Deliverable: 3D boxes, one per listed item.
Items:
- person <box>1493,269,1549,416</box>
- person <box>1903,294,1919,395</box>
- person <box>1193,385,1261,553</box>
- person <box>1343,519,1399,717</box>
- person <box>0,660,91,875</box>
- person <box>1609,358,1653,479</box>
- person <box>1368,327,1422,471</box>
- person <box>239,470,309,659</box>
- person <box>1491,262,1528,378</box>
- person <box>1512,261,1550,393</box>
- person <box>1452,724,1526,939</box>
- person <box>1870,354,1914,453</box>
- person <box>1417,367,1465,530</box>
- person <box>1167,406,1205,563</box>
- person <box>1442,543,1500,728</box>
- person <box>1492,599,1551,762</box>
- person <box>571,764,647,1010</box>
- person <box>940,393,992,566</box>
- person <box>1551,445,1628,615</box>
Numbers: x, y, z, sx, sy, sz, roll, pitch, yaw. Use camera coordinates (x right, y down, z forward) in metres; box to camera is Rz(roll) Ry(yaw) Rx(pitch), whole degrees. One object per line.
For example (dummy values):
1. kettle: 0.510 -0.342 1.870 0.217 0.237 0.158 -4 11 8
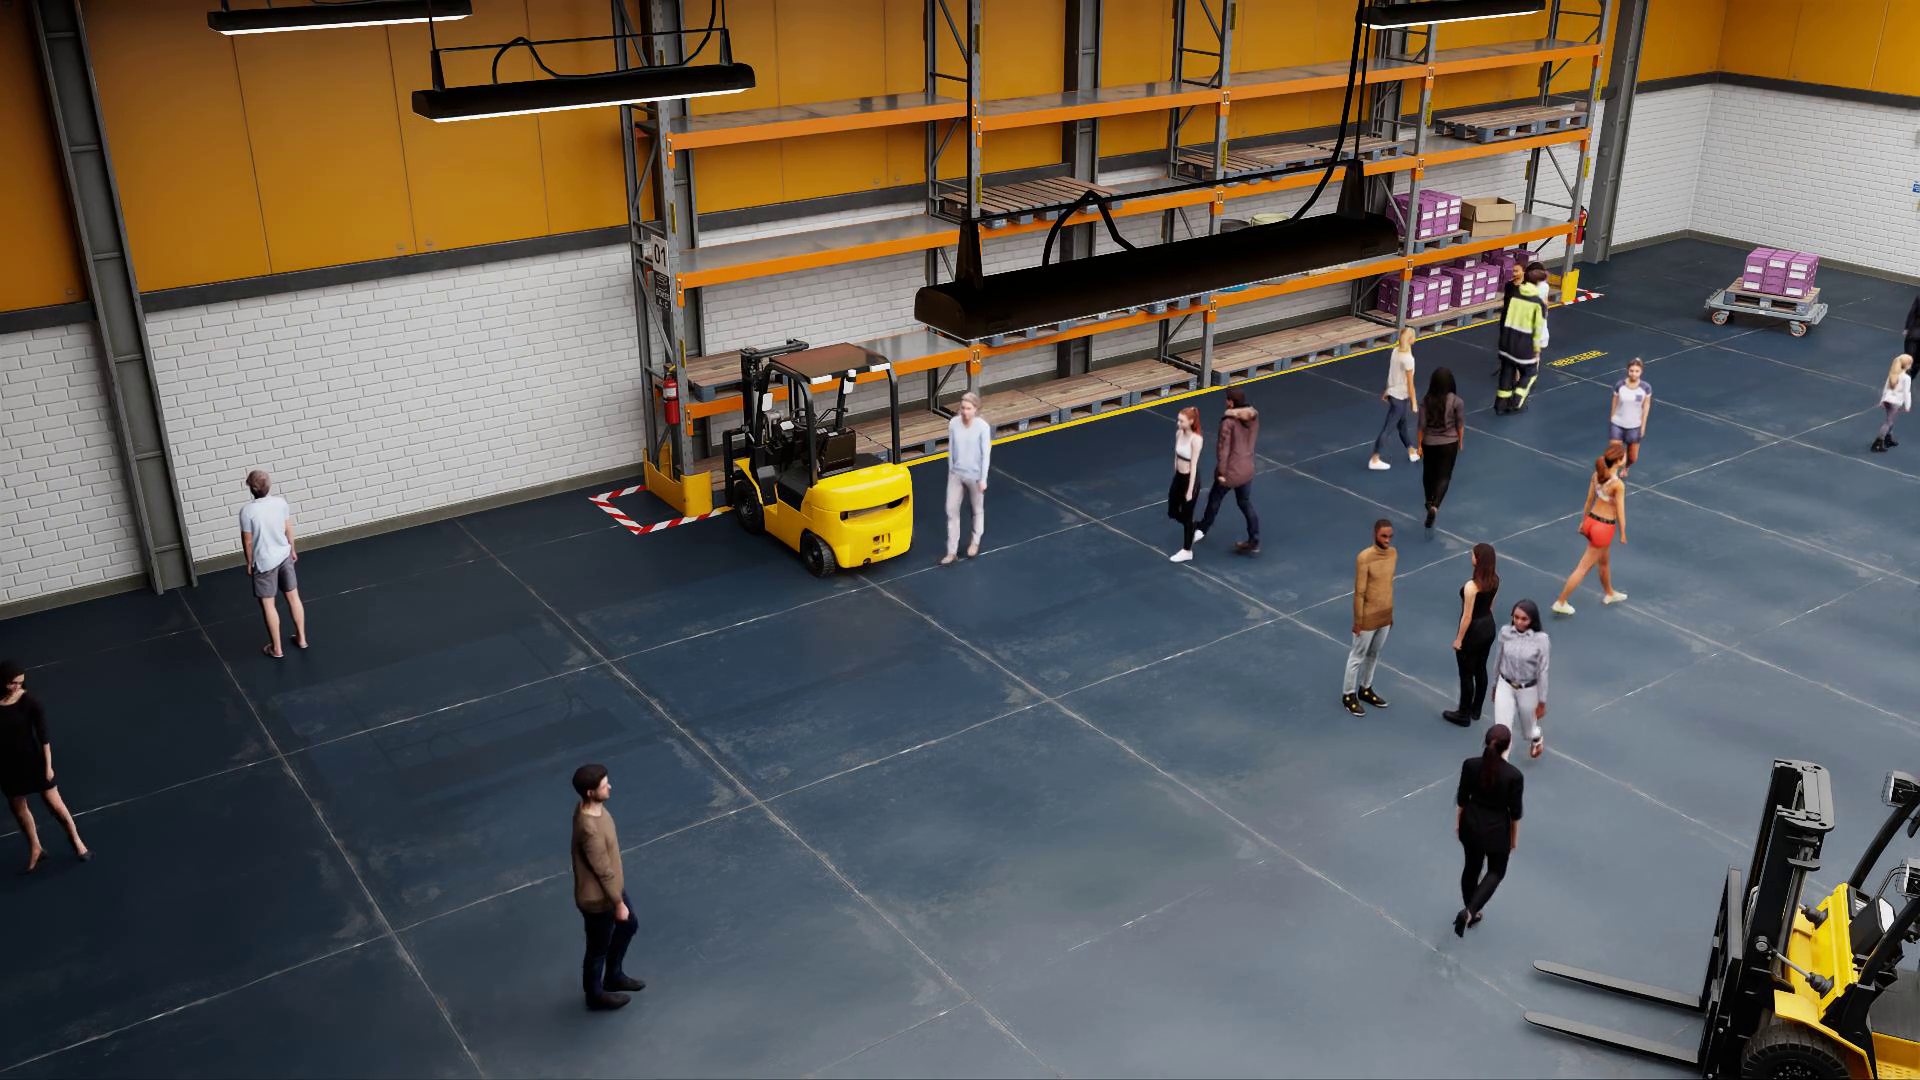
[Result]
1. person: 7.330 -2.573 21.898 0.711 1.955 0.799 -20 31 -38
2. person: 13.027 -2.717 22.581 0.898 1.672 1.159 12 26 25
3. person: 3.025 -0.709 17.848 1.161 1.783 0.905 -20 31 -39
4. person: 3.639 0.655 14.688 0.461 1.816 0.684 -15 28 -31
5. person: -6.996 1.689 12.359 0.736 1.786 0.845 6 24 14
6. person: 7.831 -1.346 19.530 0.835 1.603 0.971 10 25 21
7. person: 5.191 -1.683 20.081 1.156 1.780 0.955 -3 24 -7
8. person: -6.484 0.211 15.684 0.751 1.831 0.573 19 30 37
9. person: 7.900 -3.137 23.566 0.926 1.652 0.598 -17 29 -34
10. person: 7.847 -2.939 22.912 0.856 1.813 0.918 3 24 7
11. person: 3.643 2.087 11.625 0.742 1.644 0.901 16 28 32
12. person: 11.593 -1.699 20.759 0.746 1.265 0.638 -4 24 -10
13. person: 5.306 -0.988 18.453 0.970 1.809 1.218 12 26 26
14. person: 2.490 -0.598 17.655 0.706 1.735 0.634 -12 26 -25
15. person: 4.483 0.818 14.475 0.479 1.687 0.657 -18 29 -35
16. person: 4.569 1.238 13.497 0.811 1.701 1.108 16 28 32
17. person: -2.435 2.299 10.855 0.771 1.873 0.759 -4 24 -9
18. person: 0.114 -0.700 17.722 0.977 1.867 1.093 8 25 18
19. person: 6.236 -0.055 16.402 1.220 1.743 0.828 -8 25 -17
